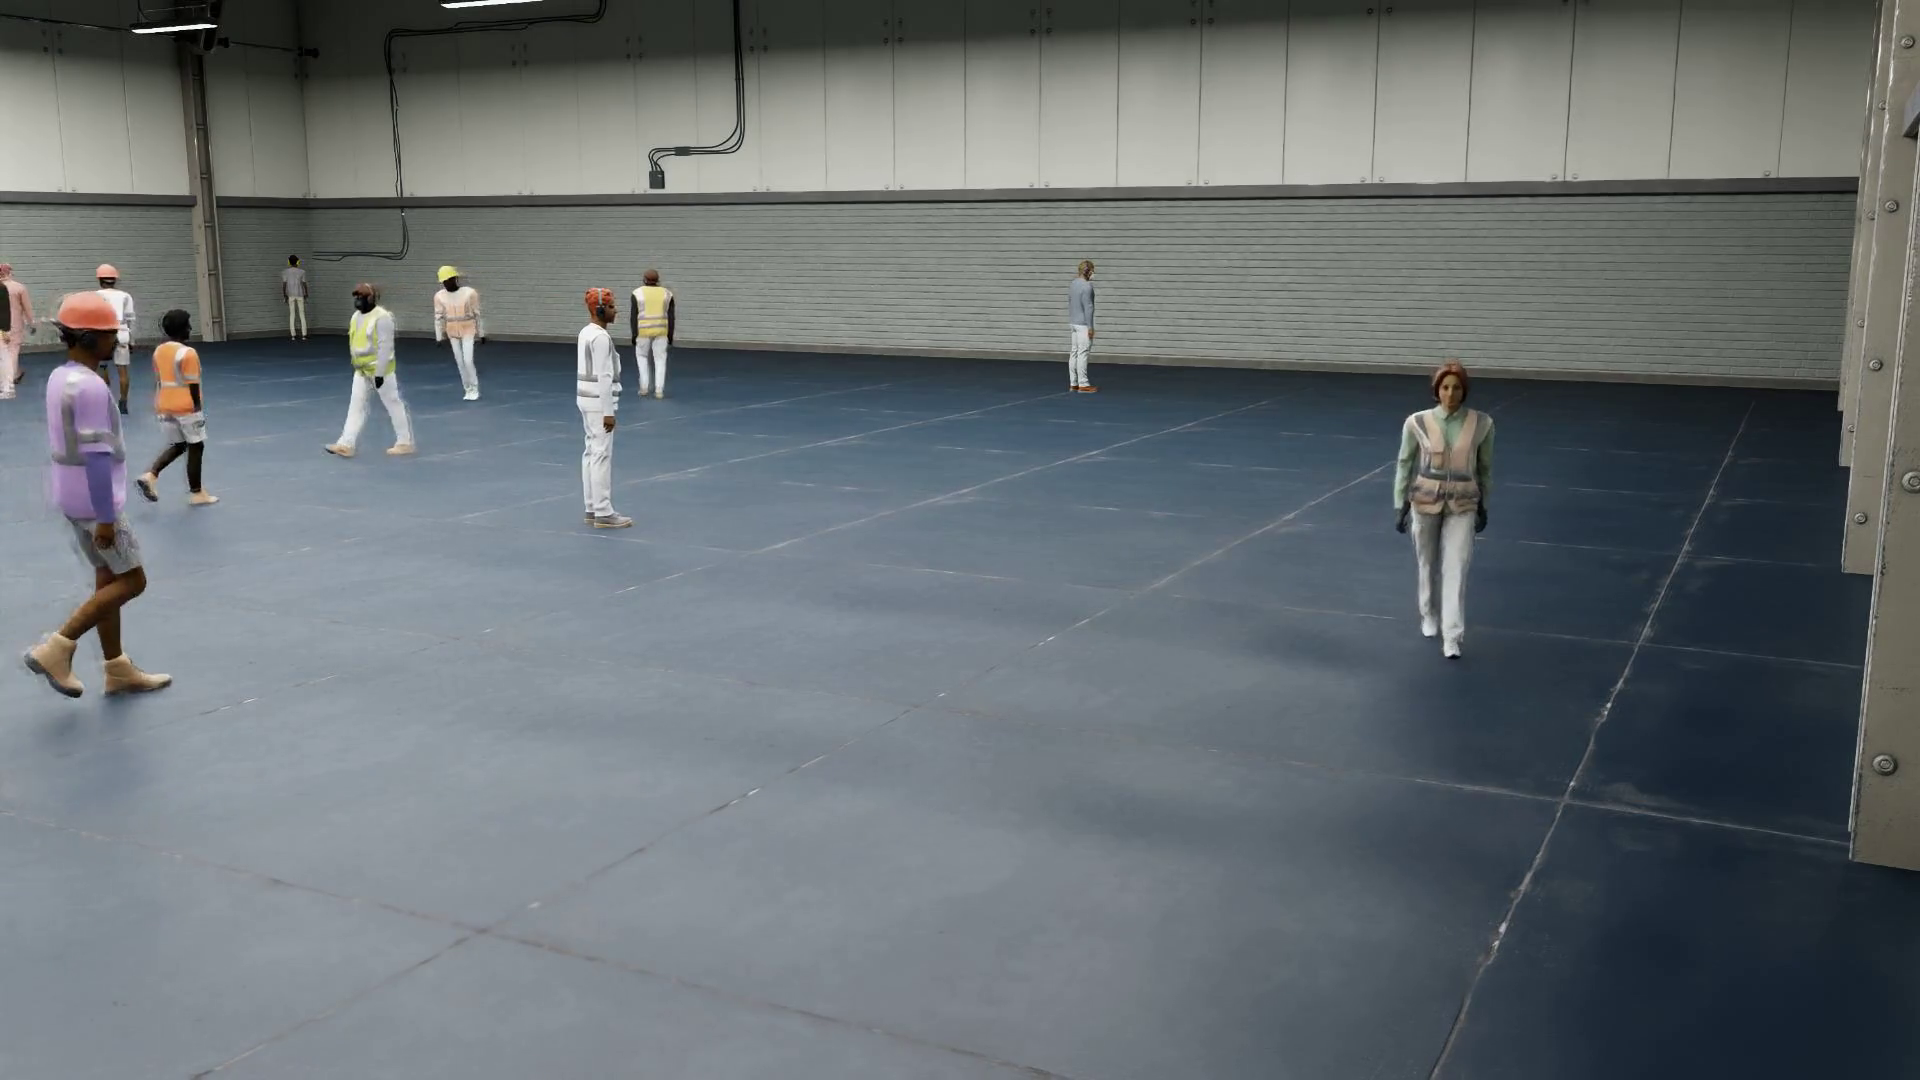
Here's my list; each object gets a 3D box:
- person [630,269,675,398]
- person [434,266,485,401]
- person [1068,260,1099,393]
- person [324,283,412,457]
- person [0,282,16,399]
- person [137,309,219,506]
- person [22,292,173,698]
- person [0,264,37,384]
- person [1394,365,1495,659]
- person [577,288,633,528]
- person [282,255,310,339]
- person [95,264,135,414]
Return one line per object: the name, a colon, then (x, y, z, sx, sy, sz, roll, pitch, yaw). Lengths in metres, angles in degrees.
person: (-4.402, -2.945, 23.714, 0.654, 1.816, 0.727, -4, 11, -22)
person: (-6.943, -2.857, 23.075, 0.622, 1.869, 0.616, 0, 10, 1)
person: (1.796, -3.121, 24.359, 0.370, 1.934, 0.627, -4, 11, -20)
person: (-6.138, -1.744, 17.227, 0.650, 1.790, 0.946, 8, 13, 36)
person: (-13.608, -2.971, 23.421, 0.655, 1.989, 0.398, 7, 12, 32)
person: (-6.612, -1.095, 13.982, 0.534, 1.684, 0.554, 7, 12, 32)
person: (-4.275, -0.192, 8.125, 0.573, 2.026, 0.615, -9, 14, -41)
person: (-14.790, -3.371, 25.943, 0.676, 1.851, 1.007, -1, 10, -7)
person: (2.686, -0.180, 9.253, 0.528, 1.588, 0.884, 2, 11, 13)
person: (-2.843, -1.041, 13.156, 0.358, 1.882, 0.574, -5, 11, -25)
person: (-14.679, -5.361, 36.759, 0.539, 1.864, 0.313, -2, 11, -12)
person: (-11.010, -2.596, 21.534, 0.581, 1.913, 0.756, -10, 14, -42)
